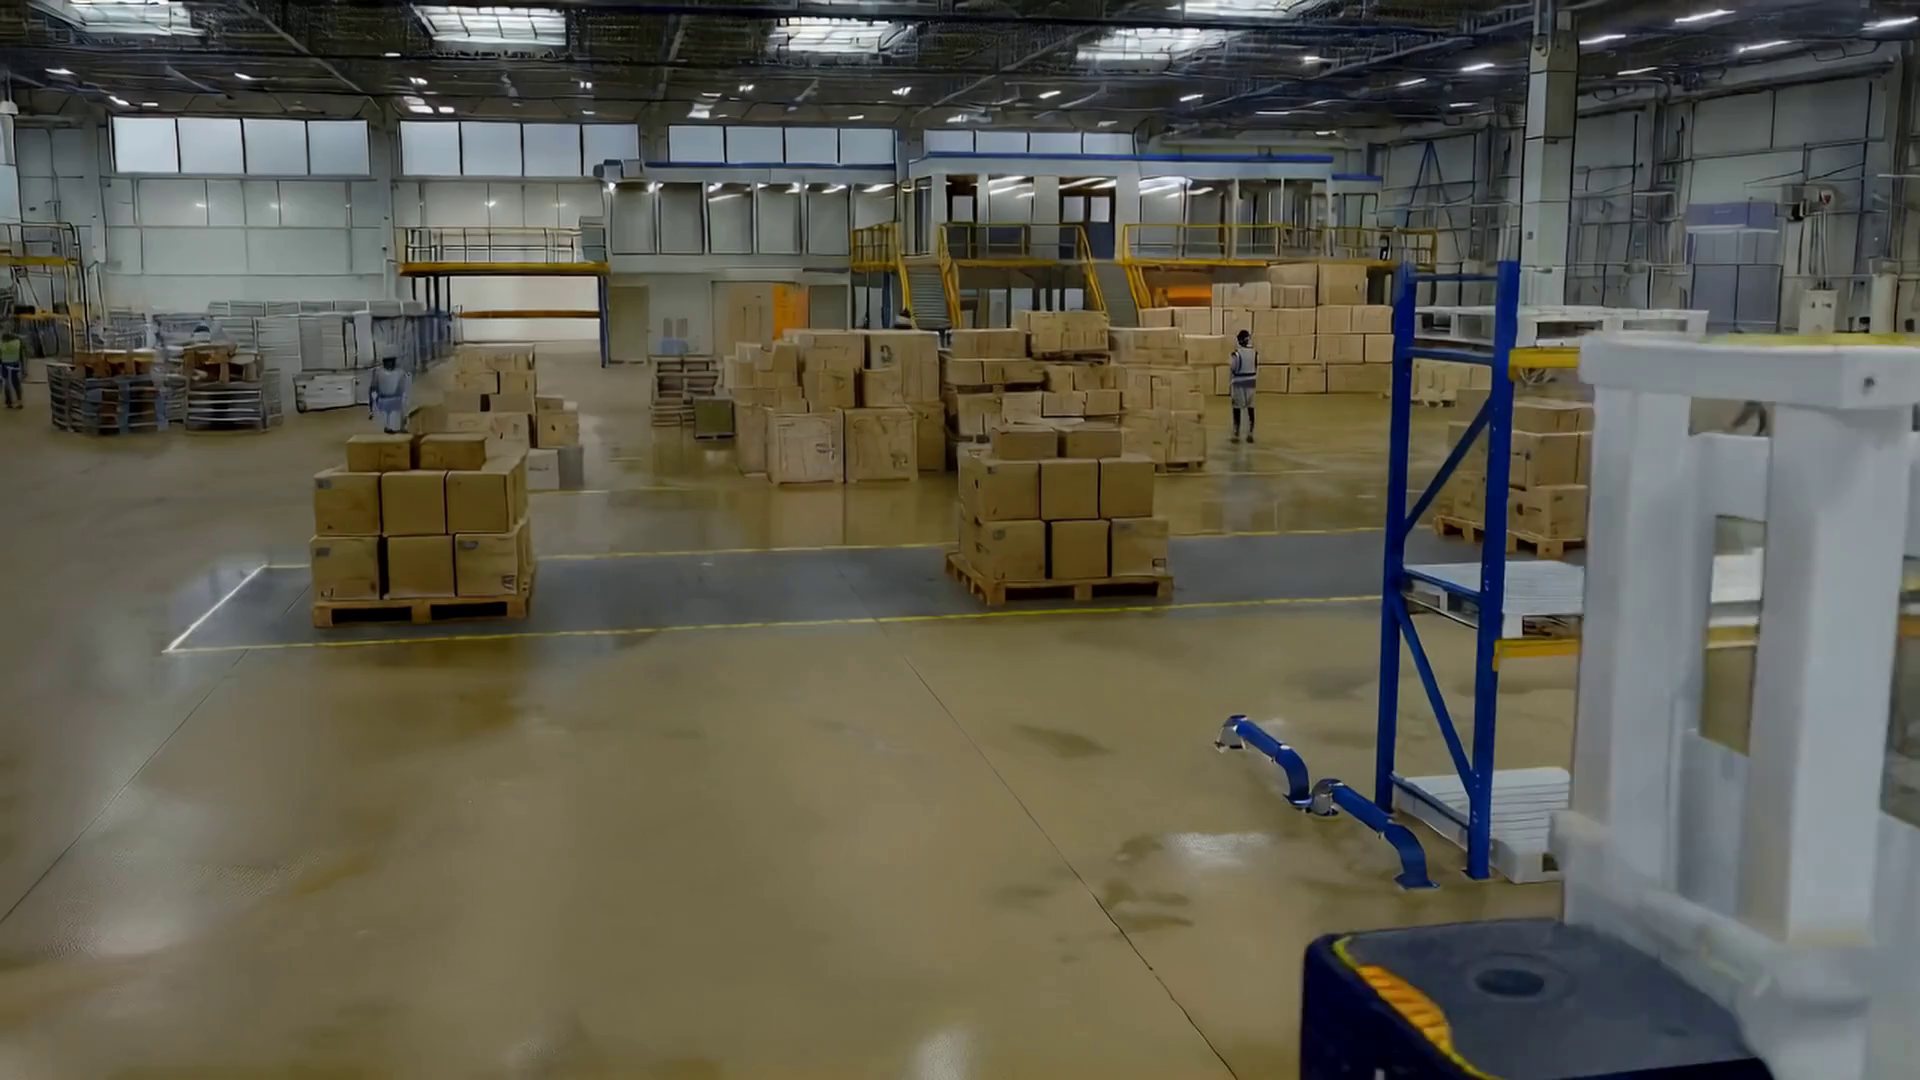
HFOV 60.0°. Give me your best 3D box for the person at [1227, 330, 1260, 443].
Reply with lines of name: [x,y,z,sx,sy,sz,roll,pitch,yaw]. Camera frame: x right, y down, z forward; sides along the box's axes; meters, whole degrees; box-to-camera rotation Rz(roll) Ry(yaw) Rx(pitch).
person: [4.852,-2.631,28.547,0.603,1.938,0.425,-4,10,-22]

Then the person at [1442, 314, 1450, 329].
person: [14.995,-6.260,51.058,0.356,1.813,0.625,-6,11,-33]

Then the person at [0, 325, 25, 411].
person: [-19.887,-3.579,34.755,0.613,1.794,0.874,-4,10,-25]

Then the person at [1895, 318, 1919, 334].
person: [22.093,-4.277,38.920,0.633,1.817,0.751,-1,9,-3]

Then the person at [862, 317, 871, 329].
person: [-2.240,-4.254,38.646,0.683,1.849,0.966,6,11,30]

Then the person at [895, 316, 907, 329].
person: [-1.290,-3.993,36.872,0.576,1.922,0.405,-7,12,-36]

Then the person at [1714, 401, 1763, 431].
person: [12.963,-2.408,27.420,0.817,1.855,0.569,3,10,20]

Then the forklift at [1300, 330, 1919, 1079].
forklift: [1.976,0.847,4.461,1.873,2.768,1.129,-2,10,-12]

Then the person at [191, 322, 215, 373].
person: [-18.195,-4.401,40.040,0.489,1.693,0.913,-2,10,-13]

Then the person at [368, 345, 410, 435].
person: [-8.322,-1.914,24.349,0.551,1.891,1.015,0,9,-2]
